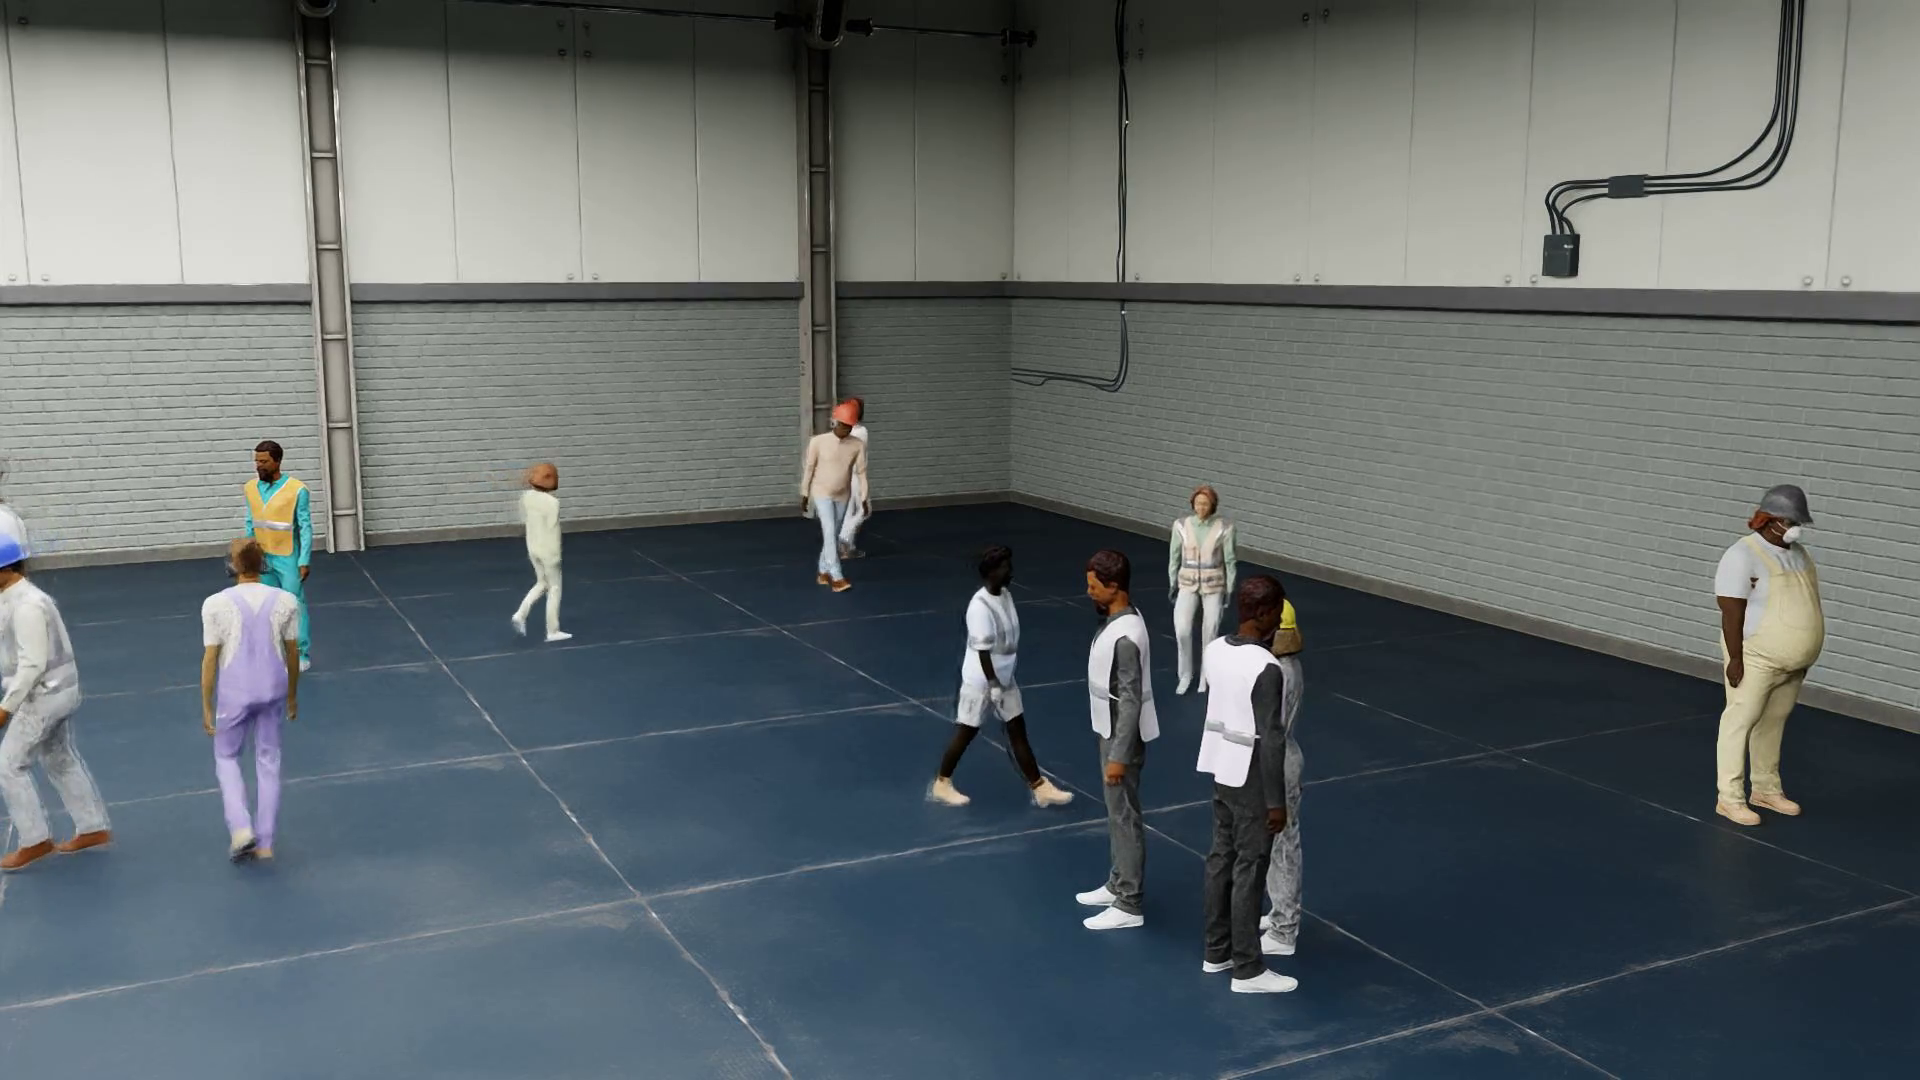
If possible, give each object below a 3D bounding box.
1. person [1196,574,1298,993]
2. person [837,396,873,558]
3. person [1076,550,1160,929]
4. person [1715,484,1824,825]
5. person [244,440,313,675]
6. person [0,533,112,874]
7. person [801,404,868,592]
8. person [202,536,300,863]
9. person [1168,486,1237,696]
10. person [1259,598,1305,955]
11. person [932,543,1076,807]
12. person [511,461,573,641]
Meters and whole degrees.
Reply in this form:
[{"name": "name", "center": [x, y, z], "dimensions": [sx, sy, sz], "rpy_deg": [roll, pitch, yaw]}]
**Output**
[{"name": "person", "center": [1.301, 1.104, 7.612], "dimensions": [0.389, 1.915, 0.596], "rpy_deg": [-3, 10, -19]}, {"name": "person", "center": [-1.236, -0.690, 18.827], "dimensions": [0.472, 1.871, 0.583], "rpy_deg": [-8, 12, -41]}, {"name": "person", "center": [0.800, 0.990, 8.328], "dimensions": [0.392, 1.913, 0.587], "rpy_deg": [0, 9, 1]}, {"name": "person", "center": [4.855, 0.668, 9.915], "dimensions": [0.678, 2.000, 0.537], "rpy_deg": [-5, 10, -28]}, {"name": "person", "center": [-5.537, 0.138, 13.556], "dimensions": [0.590, 1.919, 0.394], "rpy_deg": [3, 10, 17]}, {"name": "person", "center": [-5.032, 0.884, 9.060], "dimensions": [0.688, 1.891, 0.633], "rpy_deg": [-6, 11, -32]}, {"name": "person", "center": [-1.264, -0.438, 17.095], "dimensions": [0.630, 1.915, 0.994], "rpy_deg": [-5, 10, -26]}, {"name": "person", "center": [-3.924, 0.888, 9.228], "dimensions": [0.540, 1.823, 0.405], "rpy_deg": [-6, 11, -35]}, {"name": "person", "center": [1.849, 0.404, 12.790], "dimensions": [0.540, 1.619, 0.560], "rpy_deg": [3, 10, 17]}, {"name": "person", "center": [1.501, 1.124, 8.017], "dimensions": [0.322, 1.743, 0.489], "rpy_deg": [3, 10, 20]}, {"name": "person", "center": [0.223, 0.832, 10.084], "dimensions": [0.862, 1.645, 0.540], "rpy_deg": [4, 10, 25]}, {"name": "person", "center": [-3.692, 0.111, 14.651], "dimensions": [0.513, 1.613, 0.451], "rpy_deg": [8, 12, 40]}]
